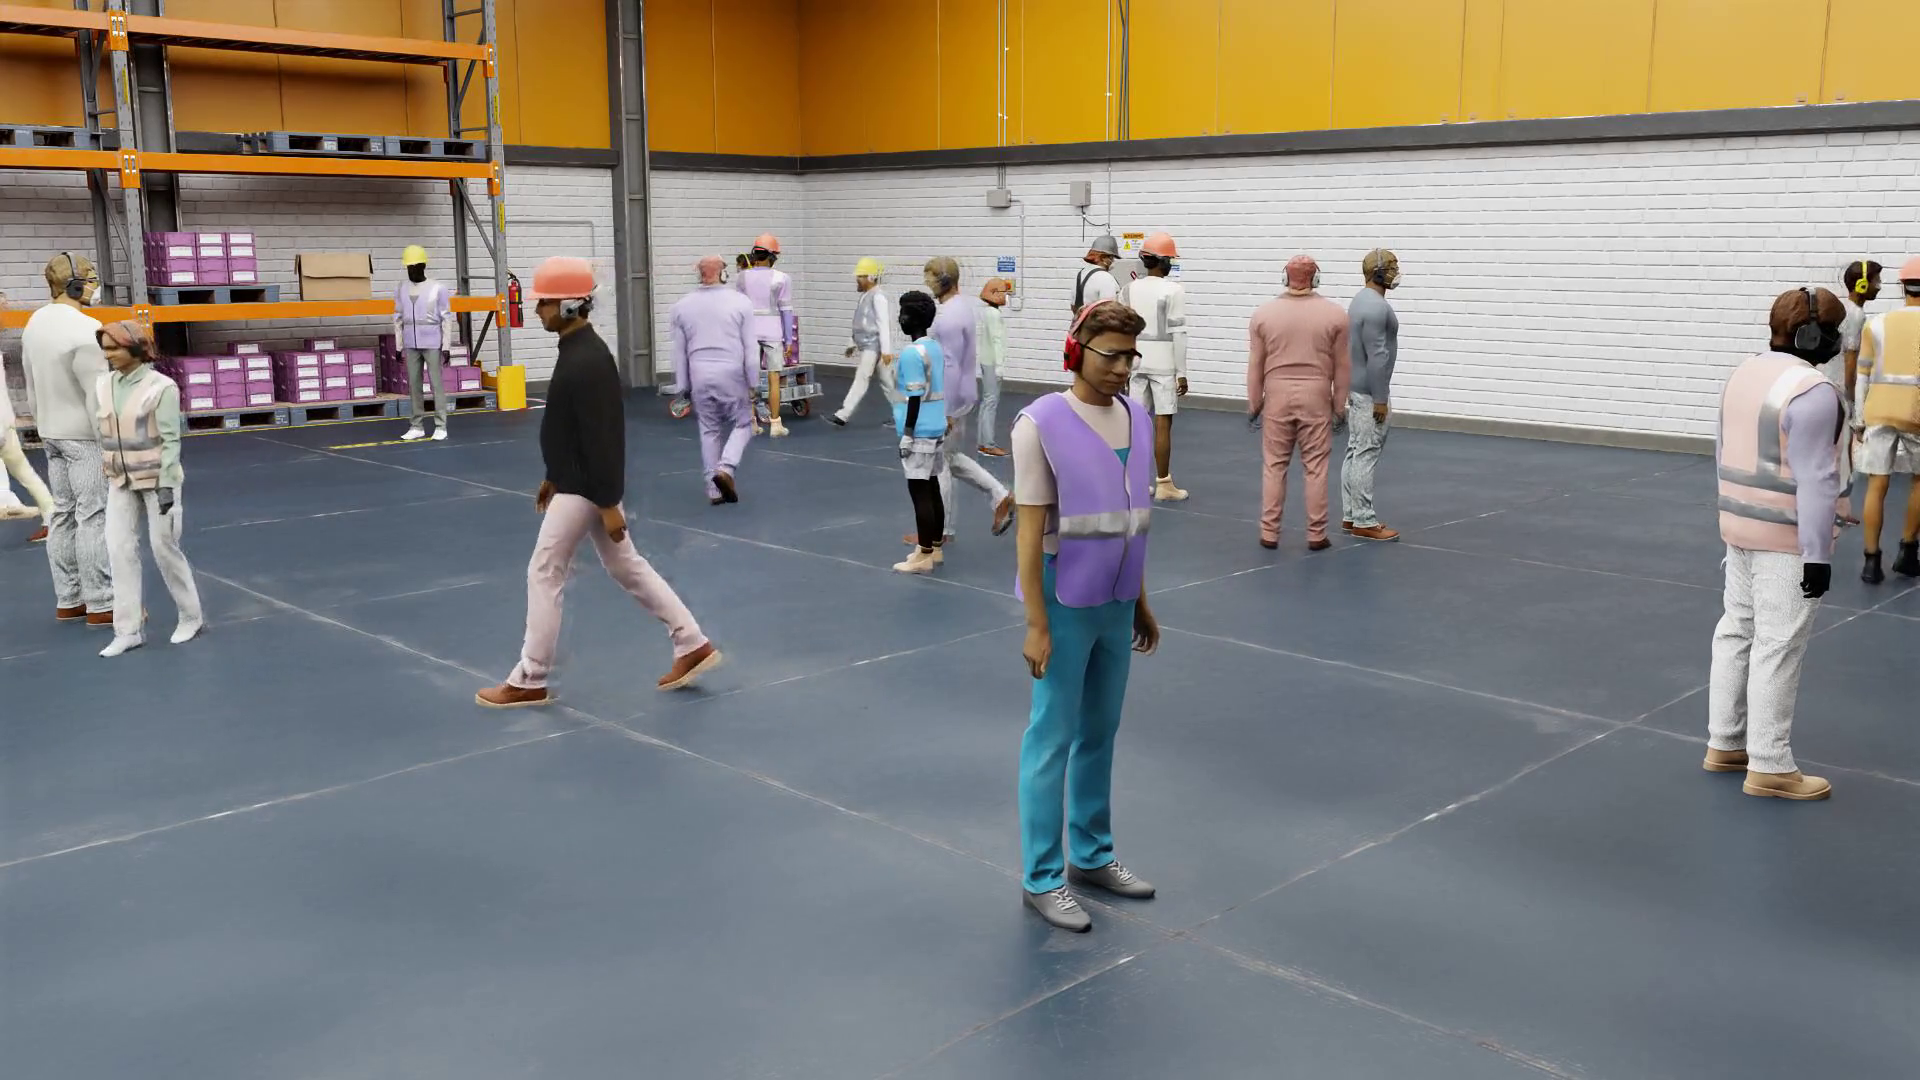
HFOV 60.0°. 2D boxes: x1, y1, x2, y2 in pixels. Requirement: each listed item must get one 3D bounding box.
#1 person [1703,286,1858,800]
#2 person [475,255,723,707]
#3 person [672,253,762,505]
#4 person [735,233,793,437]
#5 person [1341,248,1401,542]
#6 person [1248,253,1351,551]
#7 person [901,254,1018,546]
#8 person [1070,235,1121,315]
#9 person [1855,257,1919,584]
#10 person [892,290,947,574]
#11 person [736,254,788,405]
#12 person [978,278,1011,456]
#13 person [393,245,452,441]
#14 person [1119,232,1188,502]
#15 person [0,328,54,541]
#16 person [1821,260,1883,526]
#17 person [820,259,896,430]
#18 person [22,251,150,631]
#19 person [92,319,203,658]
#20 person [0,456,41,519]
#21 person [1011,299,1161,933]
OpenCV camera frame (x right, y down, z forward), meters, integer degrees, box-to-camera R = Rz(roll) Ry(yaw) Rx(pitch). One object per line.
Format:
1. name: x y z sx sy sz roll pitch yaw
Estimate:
1. person: 2.994 0.005 6.059 0.429 1.841 0.634 0 10 -2
2. person: -1.561 -0.251 7.190 1.033 1.952 0.604 -1 10 -7
3. person: -1.807 -1.187 12.411 0.676 1.891 0.474 2 11 12
4. person: -1.952 -2.046 16.718 0.603 2.038 0.401 3 11 15
5. person: 2.743 -0.964 11.080 0.373 1.940 0.628 0 10 2
6. person: 2.180 -0.880 10.711 0.649 1.906 0.404 3 11 14
7. person: 0.002 -0.883 10.735 0.706 1.907 0.649 1 10 4
8. person: 1.385 -1.966 16.266 0.536 2.000 0.683 -4 11 -23
9. person: 5.536 -0.707 9.761 0.565 1.897 0.695 8 13 38
10. person: -0.245 -0.645 9.995 0.315 1.696 0.541 3 11 15
11. person: -2.487 -2.499 19.829 0.992 1.795 0.557 4 11 20
12. person: 0.313 -1.592 15.333 0.264 1.632 0.508 -2 11 -9
13. person: -5.319 -1.938 16.427 0.594 1.922 0.386 2 11 11
14. person: 1.493 -1.310 12.677 0.605 2.045 0.380 10 14 44
15. person: -6.358 -0.747 10.863 0.872 1.576 0.523 -4 11 -20
16. person: 6.202 -1.012 11.594 0.418 1.855 0.511 1 10 7
17. person: -0.975 -2.032 17.343 0.981 1.775 0.607 -3 11 -14
18. person: -4.534 -0.504 8.569 0.635 1.937 0.354 7 12 33
19. person: -3.992 -0.264 8.137 0.533 1.619 0.576 3 11 15
20. person: -7.055 -0.983 11.582 0.951 1.799 0.626 -6 12 -30
21. person: 0.367 0.209 4.958 0.388 1.837 0.564 9 14 42
